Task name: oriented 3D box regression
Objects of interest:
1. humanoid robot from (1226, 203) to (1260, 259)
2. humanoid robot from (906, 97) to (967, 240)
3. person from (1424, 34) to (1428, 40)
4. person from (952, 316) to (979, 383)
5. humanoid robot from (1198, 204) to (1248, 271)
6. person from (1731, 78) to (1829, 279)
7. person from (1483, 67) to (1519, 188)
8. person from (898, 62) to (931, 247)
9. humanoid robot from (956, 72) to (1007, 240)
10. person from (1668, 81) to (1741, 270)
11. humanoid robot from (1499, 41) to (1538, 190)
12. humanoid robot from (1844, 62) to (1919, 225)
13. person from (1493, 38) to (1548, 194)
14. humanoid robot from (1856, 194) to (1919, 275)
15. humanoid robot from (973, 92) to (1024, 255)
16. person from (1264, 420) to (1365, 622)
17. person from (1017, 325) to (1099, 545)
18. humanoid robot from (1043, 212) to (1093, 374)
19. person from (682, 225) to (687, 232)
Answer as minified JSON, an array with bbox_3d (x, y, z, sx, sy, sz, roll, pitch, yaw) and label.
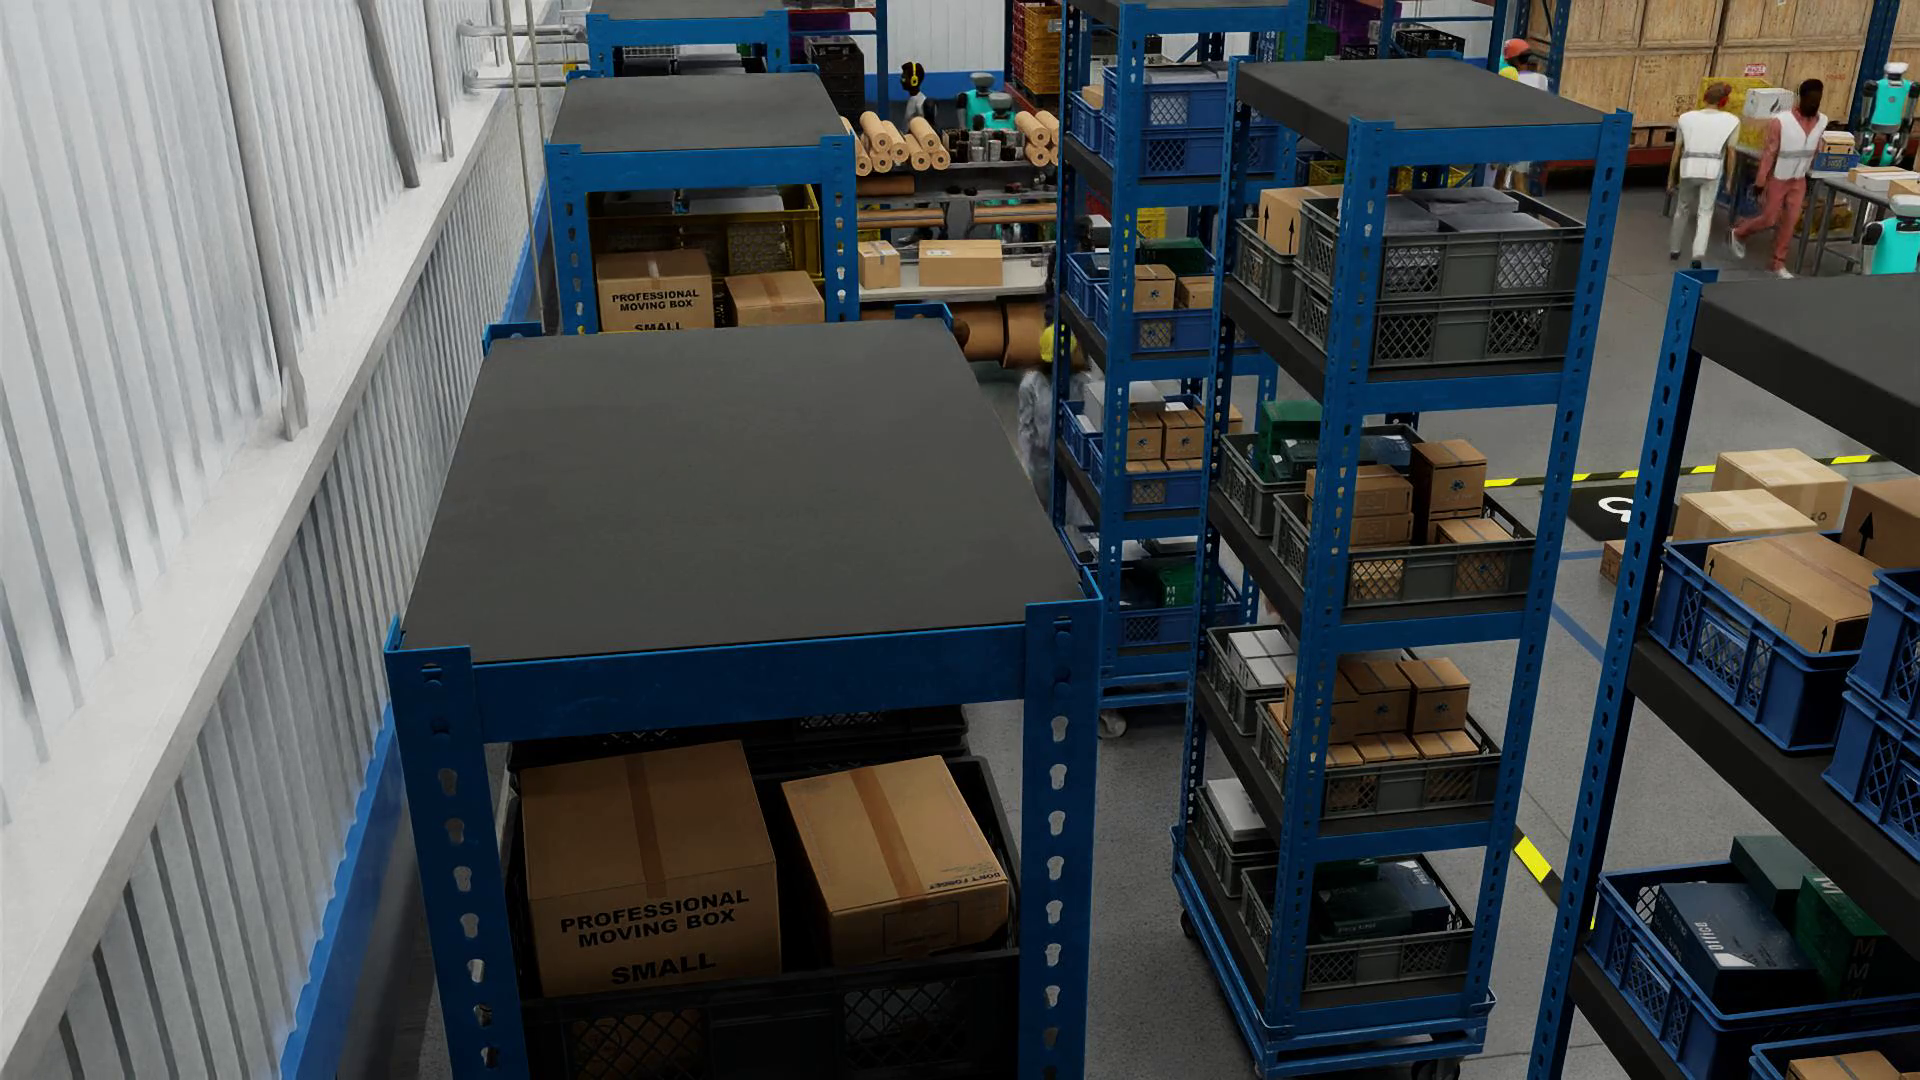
[{"bbox_3d":[2.823,-3.608,16.439,0.608,1.655,0.332,2,25,4],"label":"humanoid robot"},{"bbox_3d":[-0.230,-3.508,16.255,0.612,1.642,0.573,0,25,0],"label":"humanoid robot"},{"bbox_3d":[5.284,-4.858,19.023,0.621,1.795,0.858,3,25,5],"label":"person"},{"bbox_3d":[-0.054,-0.354,9.181,0.345,1.846,0.506,-8,26,-17],"label":"person"},{"bbox_3d":[2.475,-3.312,15.796,0.591,1.650,0.335,-7,26,-14],"label":"humanoid robot"},{"bbox_3d":[7.869,-3.489,15.945,0.604,1.898,0.683,-6,25,-12],"label":"person"},{"bbox_3d":[5.518,-3.979,17.157,0.326,1.765,0.524,7,26,15],"label":"person"},{"bbox_3d":[-0.452,-3.865,16.784,0.335,1.873,0.517,-4,25,-9],"label":"person"},{"bbox_3d":[0.295,-3.729,16.660,0.537,1.777,0.837,-9,26,-20],"label":"humanoid robot"},{"bbox_3d":[7.191,-3.537,16.145,0.579,1.802,0.870,13,28,26],"label":"person"},{"bbox_3d":[6.278,-4.864,18.953,0.533,1.677,0.735,14,28,27],"label":"humanoid robot"},{"bbox_3d":[9.770,-4.216,17.777,0.547,1.834,0.870,8,26,16],"label":"humanoid robot"},{"bbox_3d":[5.791,-4.210,17.403,0.593,1.990,0.941,1,25,2],"label":"person"},{"bbox_3d":[6.638,-1.543,11.735,0.533,1.677,0.735,0,25,0],"label":"humanoid robot"},{"bbox_3d":[0.439,-3.222,15.601,0.542,1.812,0.921,-4,25,-9],"label":"humanoid robot"},{"bbox_3d":[1.746,0.204,7.961,0.597,1.850,0.396,-2,25,-4],"label":"person"},{"bbox_3d":[0.564,-0.384,9.428,0.484,1.690,0.901,3,25,7],"label":"person"},{"bbox_3d":[0.746,-1.543,11.992,0.611,1.641,0.592,-22,33,-39],"label":"humanoid robot"},{"bbox_3d":[-2.815,-3.552,16.120,0.532,1.852,0.428,-2,25,-5],"label":"person"}]
